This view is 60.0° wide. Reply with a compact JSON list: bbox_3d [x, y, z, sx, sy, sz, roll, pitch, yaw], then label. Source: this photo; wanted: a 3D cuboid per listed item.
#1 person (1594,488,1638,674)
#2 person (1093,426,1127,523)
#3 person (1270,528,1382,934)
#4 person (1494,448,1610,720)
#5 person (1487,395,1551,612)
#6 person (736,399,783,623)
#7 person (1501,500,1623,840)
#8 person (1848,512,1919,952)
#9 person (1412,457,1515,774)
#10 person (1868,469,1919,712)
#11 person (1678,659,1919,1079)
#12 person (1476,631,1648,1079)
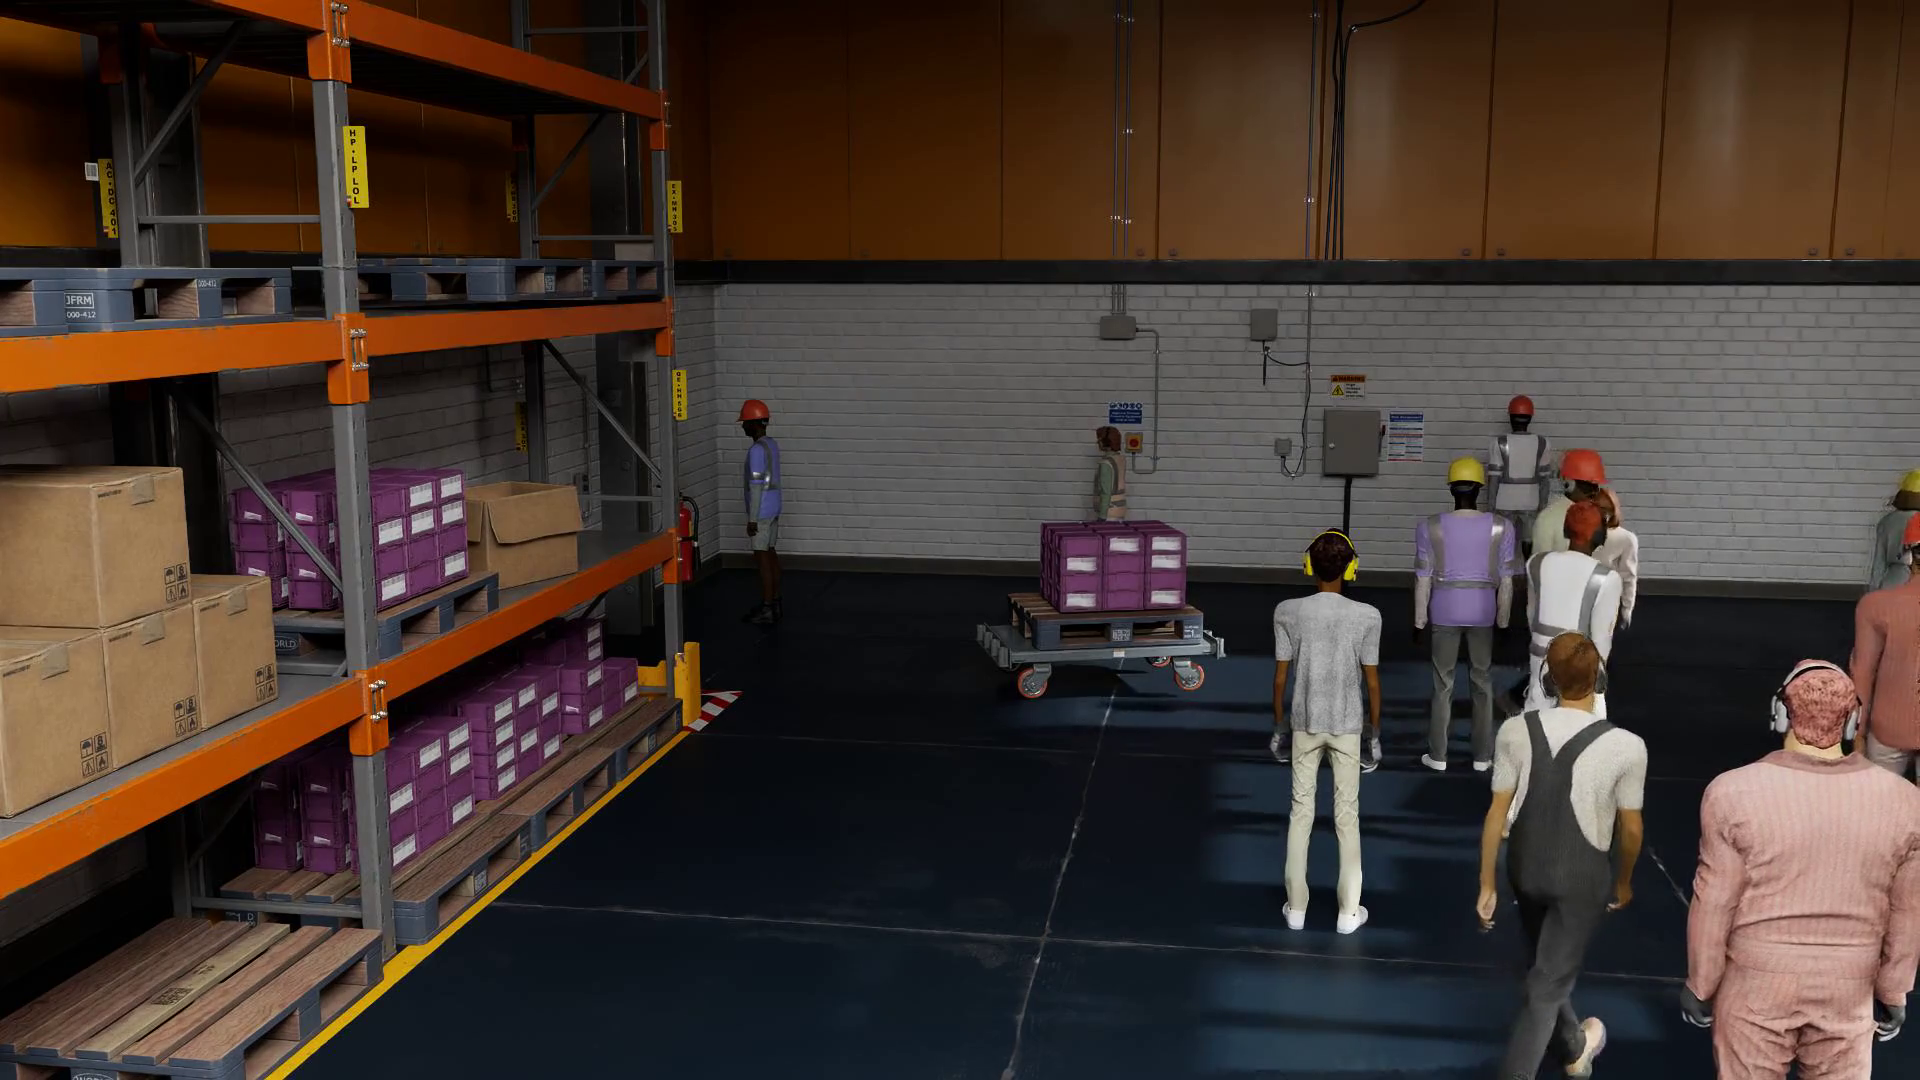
[{"bbox_3d":[4.197,0.448,11.009,0.519,1.610,0.363,4,10,25],"label":"person"},{"bbox_3d":[1.349,-0.213,15.081,0.336,1.635,0.574,3,10,20],"label":"person"},{"bbox_3d":[1.682,0.874,7.631,0.508,1.872,0.329,3,10,17],"label":"person"},{"bbox_3d":[3.679,0.391,10.311,0.646,1.966,0.672,-8,12,-40],"label":"person"},{"bbox_3d":[4.943,-0.321,14.794,0.551,1.934,0.373,0,9,2],"label":"person"},{"bbox_3d":[-1.739,-0.250,14.388,0.382,1.931,0.540,1,9,7],"label":"person"},{"bbox_3d":[3.198,0.700,8.842,0.998,1.843,0.574,-8,12,-42],"label":"person"},{"bbox_3d":[4.381,0.826,7.632,0.618,1.957,0.868,4,10,22],"label":"person"},{"bbox_3d":[3.024,0.460,10.042,0.585,1.917,0.381,1,9,8],"label":"person"},{"bbox_3d":[6.289,0.393,11.033,0.370,1.734,0.496,-2,9,-11],"label":"person"},{"bbox_3d":[2.470,1.293,4.934,0.653,1.906,0.405,1,9,6],"label":"person"},{"bbox_3d":[2.141,1.205,5.852,0.501,1.775,0.995,9,13,44],"label":"person"}]
